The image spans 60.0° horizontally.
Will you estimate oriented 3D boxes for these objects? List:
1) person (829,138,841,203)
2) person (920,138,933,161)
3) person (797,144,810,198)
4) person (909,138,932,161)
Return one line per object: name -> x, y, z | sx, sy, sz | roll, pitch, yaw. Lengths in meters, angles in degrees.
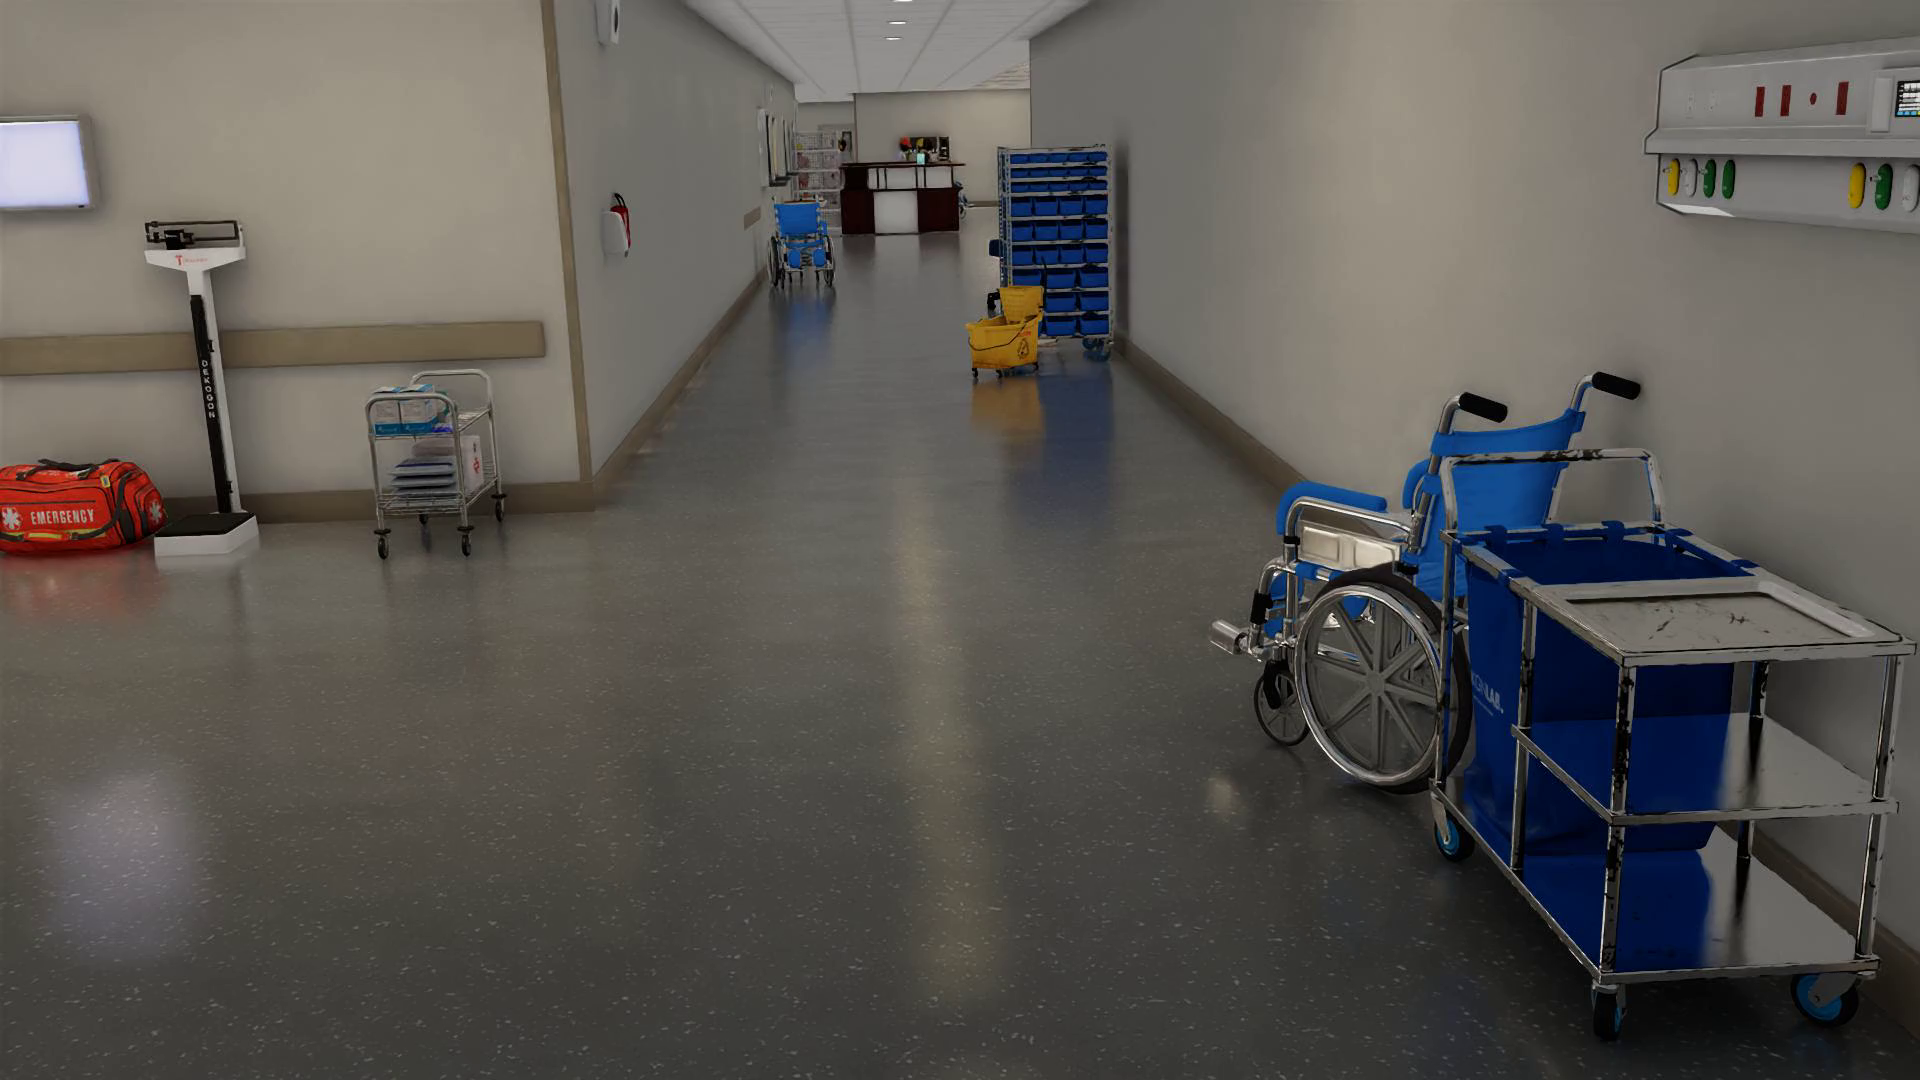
person -> -3.602, -10.809, 48.768 | 0.494, 1.914, 0.682 | 4, 15, 22
person -> -0.761, -8.446, 38.844 | 0.432, 1.835, 0.628 | -1, 14, 4
person -> -4.165, -9.432, 43.414 | 0.524, 1.769, 0.308 | 2, 14, 13
person -> -0.903, -8.623, 39.592 | 0.595, 1.825, 0.404 | -4, 14, -8
